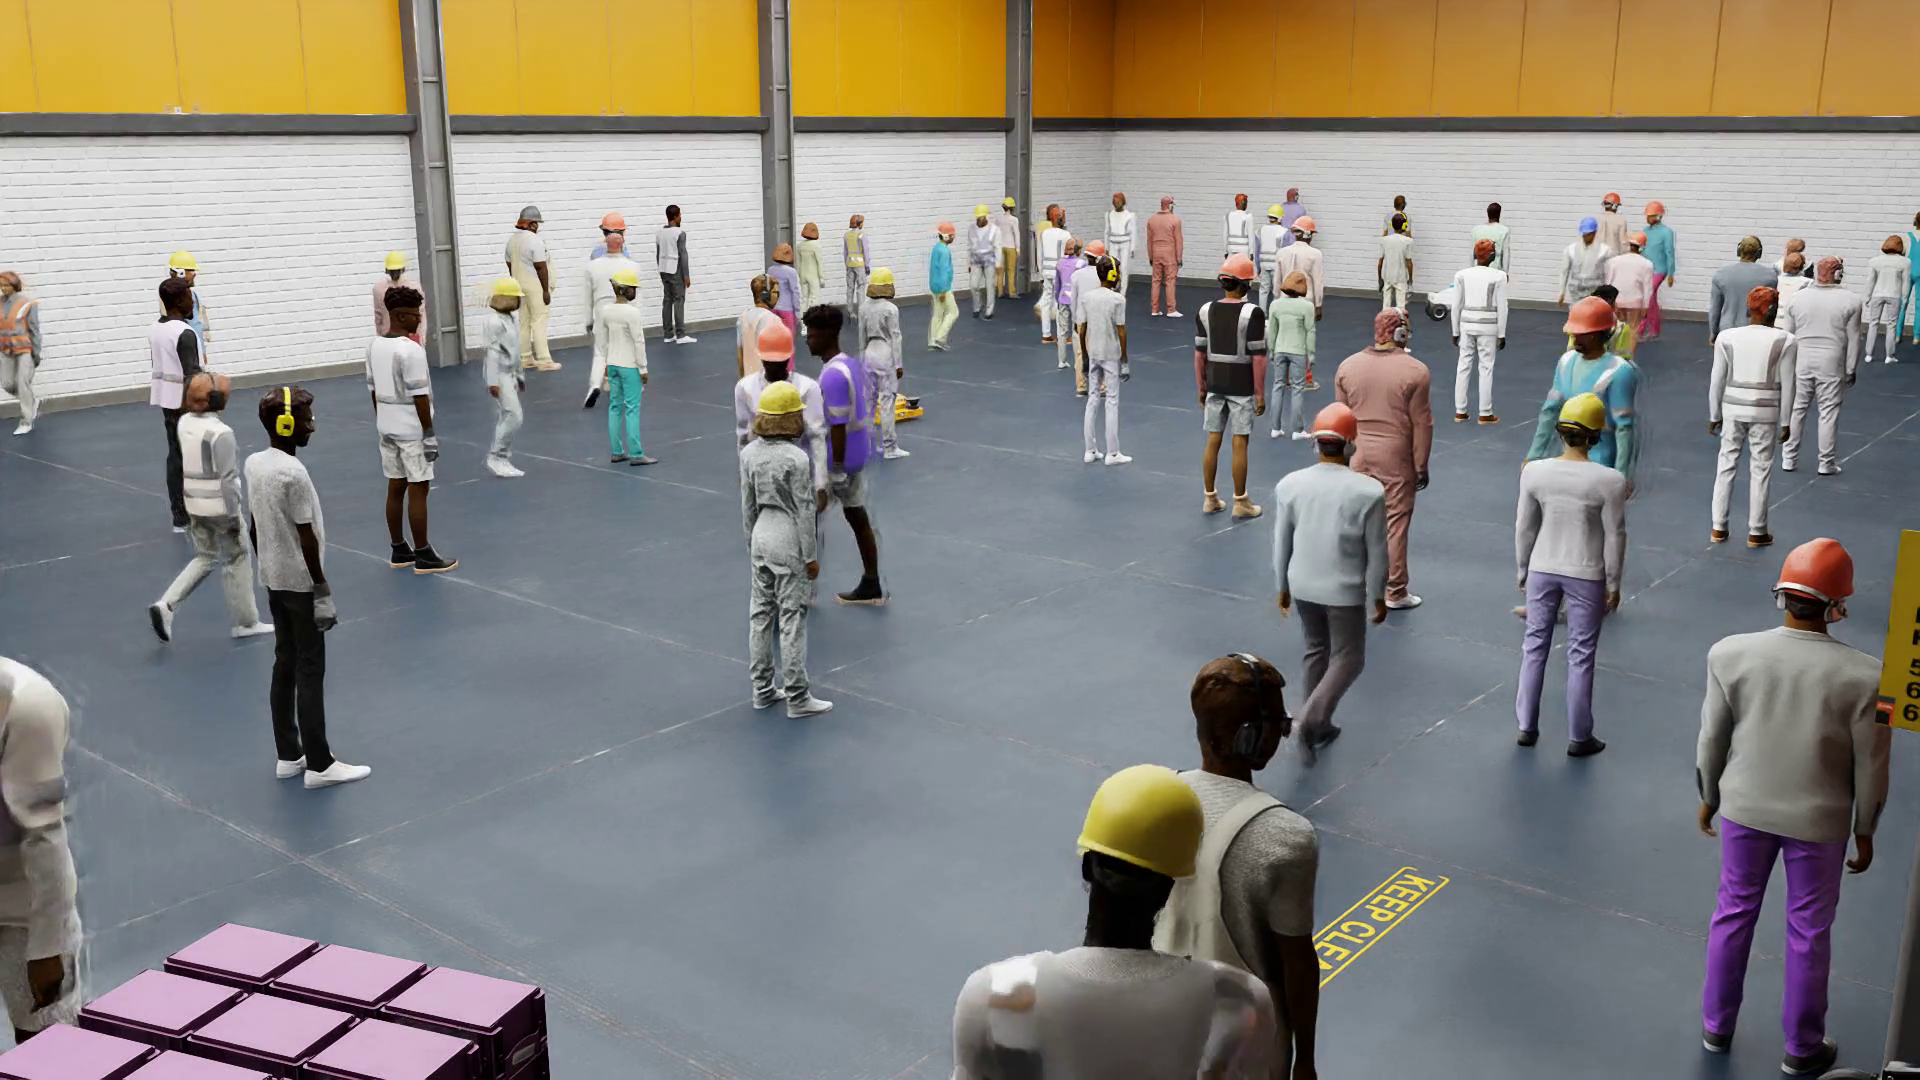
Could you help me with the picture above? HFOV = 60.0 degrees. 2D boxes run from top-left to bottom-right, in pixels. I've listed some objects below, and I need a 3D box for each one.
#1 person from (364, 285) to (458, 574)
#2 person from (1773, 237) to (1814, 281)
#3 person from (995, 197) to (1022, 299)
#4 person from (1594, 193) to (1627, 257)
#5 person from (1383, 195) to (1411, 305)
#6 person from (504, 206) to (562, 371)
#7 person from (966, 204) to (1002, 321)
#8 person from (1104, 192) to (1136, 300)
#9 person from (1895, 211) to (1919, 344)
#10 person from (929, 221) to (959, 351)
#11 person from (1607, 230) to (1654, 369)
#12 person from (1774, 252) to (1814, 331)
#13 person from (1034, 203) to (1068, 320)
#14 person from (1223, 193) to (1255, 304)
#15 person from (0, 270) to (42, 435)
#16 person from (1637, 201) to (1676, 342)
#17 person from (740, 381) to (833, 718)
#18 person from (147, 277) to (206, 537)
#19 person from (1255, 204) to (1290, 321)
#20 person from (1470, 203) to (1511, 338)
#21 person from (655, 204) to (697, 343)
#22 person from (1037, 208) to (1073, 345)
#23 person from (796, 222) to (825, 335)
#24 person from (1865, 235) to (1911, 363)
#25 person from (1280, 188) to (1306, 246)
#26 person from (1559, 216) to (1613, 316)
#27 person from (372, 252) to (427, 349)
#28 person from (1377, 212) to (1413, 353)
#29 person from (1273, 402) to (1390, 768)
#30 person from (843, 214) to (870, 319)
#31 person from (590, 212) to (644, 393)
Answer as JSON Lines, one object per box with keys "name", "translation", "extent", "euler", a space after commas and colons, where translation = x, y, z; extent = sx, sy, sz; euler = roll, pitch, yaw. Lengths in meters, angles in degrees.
{"name": "person", "translation": [-3.758, -0.746, 11.319], "extent": [0.600, 1.959, 0.375], "euler": [12, 18, 39]}
{"name": "person", "translation": [10.517, -3.021, 21.121], "extent": [0.670, 1.615, 0.517], "euler": [-12, 18, -39]}
{"name": "person", "translation": [0.844, -5.104, 29.126], "extent": [0.523, 1.769, 0.319], "euler": [12, 18, 39]}
{"name": "person", "translation": [9.942, -4.329, 25.580], "extent": [0.608, 1.987, 0.391], "euler": [12, 18, 39]}
{"name": "person", "translation": [7.393, -4.895, 28.130], "extent": [0.506, 1.847, 0.344], "euler": [12, 18, 39]}
{"name": "person", "translation": [-5.294, -3.143, 20.732], "extent": [0.672, 2.000, 0.536], "euler": [12, 18, 39]}
{"name": "person", "translation": [0.363, -4.295, 25.793], "extent": [0.614, 1.811, 0.457], "euler": [5, 15, 19]}
{"name": "person", "translation": [2.751, -5.049, 28.689], "extent": [0.597, 1.868, 0.408], "euler": [6, 15, 22]}
{"name": "person", "translation": [13.304, -3.652, 23.161], "extent": [0.506, 1.847, 0.344], "euler": [12, 18, 39]}
{"name": "person", "translation": [-0.223, -3.413, 22.423], "extent": [0.409, 1.734, 0.577], "euler": [-4, 15, -16]}
{"name": "person", "translation": [8.273, -2.957, 20.602], "extent": [0.577, 1.734, 0.550], "euler": [13, 19, 42]}
{"name": "person", "translation": [9.115, -2.339, 18.330], "extent": [0.512, 1.642, 0.312], "euler": [12, 18, 39]}
{"name": "person", "translation": [1.403, -4.308, 25.849], "extent": [0.629, 1.818, 0.764], "euler": [13, 19, 42]}
{"name": "person", "translation": [4.662, -4.833, 27.800], "extent": [0.572, 1.886, 0.355], "euler": [12, 18, 39]}
{"name": "person", "translation": [-9.309, -1.875, 16.502], "extent": [0.532, 1.615, 0.503], "euler": [1, 14, 4]}
{"name": "person", "translation": [9.623, -3.751, 23.330], "extent": [0.859, 1.958, 0.647], "euler": [-3, 14, -13]}
{"name": "person", "translation": [-0.909, 0.046, 8.591], "extent": [0.483, 1.745, 0.301], "euler": [12, 18, 39]}
{"name": "person", "translation": [-5.758, -0.977, 12.323], "extent": [0.587, 1.920, 0.391], "euler": [12, 18, 39]}
{"name": "person", "translation": [4.730, -4.122, 25.066], "extent": [0.586, 1.835, 0.404], "euler": [12, 18, 39]}
{"name": "person", "translation": [7.583, -3.859, 23.843], "extent": [0.587, 1.920, 0.391], "euler": [12, 18, 39]}
{"name": "person", "translation": [-4.011, -3.717, 23.276], "extent": [0.587, 1.920, 0.391], "euler": [12, 18, 39]}
{"name": "person", "translation": [1.334, -3.666, 23.137], "extent": [0.572, 1.886, 0.354], "euler": [12, 18, 39]}
{"name": "person", "translation": [-2.149, -3.765, 24.043], "extent": [0.497, 1.634, 0.279], "euler": [12, 18, 39]}
{"name": "person", "translation": [11.893, -3.089, 21.344], "extent": [0.497, 1.633, 0.279], "euler": [12, 18, 39]}
{"name": "person", "translation": [5.884, -5.283, 29.553], "extent": [0.636, 1.911, 0.404], "euler": [12, 18, 39]}
{"name": "person", "translation": [7.966, -3.170, 21.144], "extent": [0.627, 1.907, 0.885], "euler": [10, 17, 34]}
{"name": "person", "translation": [-5.890, -2.182, 17.564], "extent": [0.546, 1.709, 0.926], "euler": [-2, 14, -10]}
{"name": "person", "translation": [5.826, -3.430, 22.235], "extent": [0.517, 1.869, 0.328], "euler": [12, 18, 39]}
{"name": "person", "translation": [1.737, 0.214, 7.925], "extent": [0.571, 1.733, 0.654], "euler": [12, 18, 39]}
{"name": "person", "translation": [-1.614, -4.274, 26.071], "extent": [0.512, 1.638, 0.312], "euler": [12, 18, 39]}
{"name": "person", "translation": [-3.885, -2.665, 18.816], "extent": [0.605, 2.045, 0.382], "euler": [12, 18, 39]}
